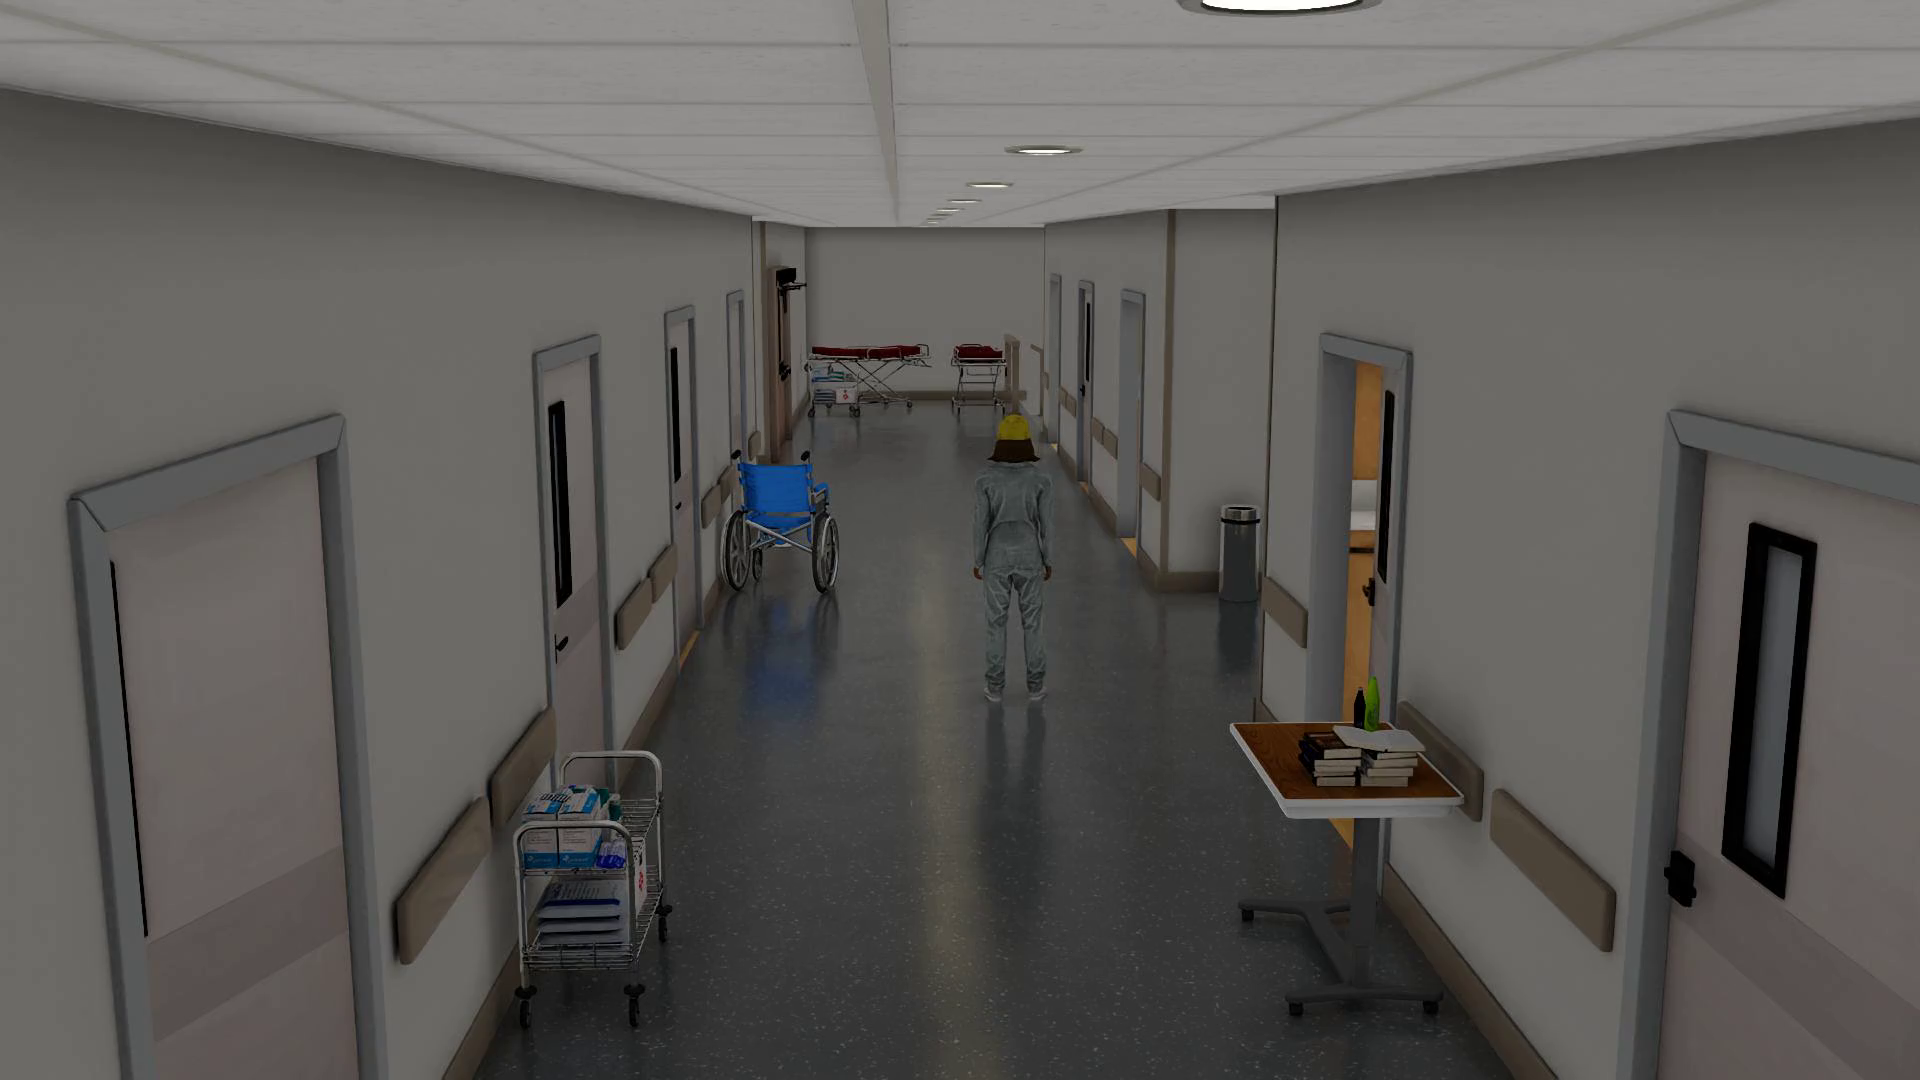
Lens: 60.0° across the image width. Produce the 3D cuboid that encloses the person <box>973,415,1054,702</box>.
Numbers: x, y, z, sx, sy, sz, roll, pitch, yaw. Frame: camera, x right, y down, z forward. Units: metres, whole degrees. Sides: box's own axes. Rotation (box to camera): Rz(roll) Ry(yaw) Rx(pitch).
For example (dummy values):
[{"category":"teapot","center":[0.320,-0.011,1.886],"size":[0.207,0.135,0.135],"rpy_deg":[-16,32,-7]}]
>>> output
[{"category":"person","center":[0.321,0.112,10.068],"size":[0.493,1.741,0.309],"rpy_deg":[0,10,-2]}]
